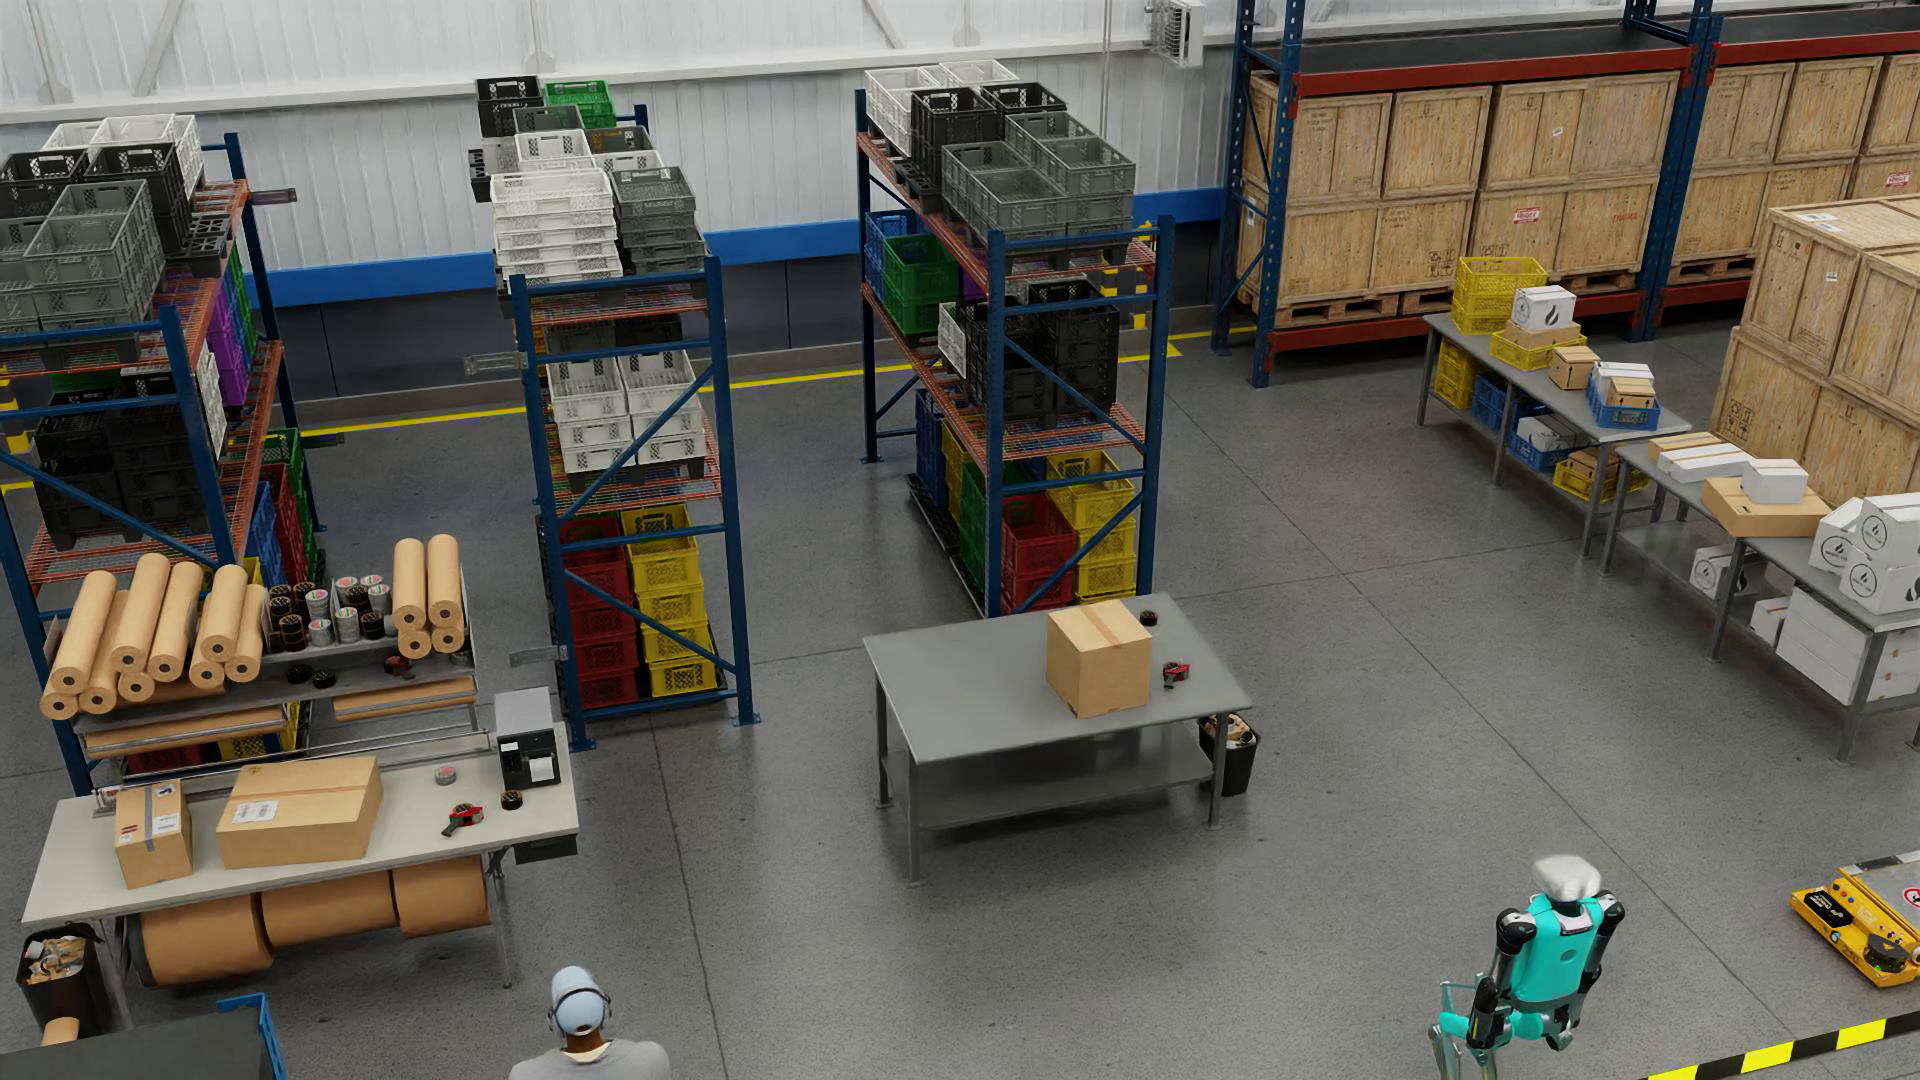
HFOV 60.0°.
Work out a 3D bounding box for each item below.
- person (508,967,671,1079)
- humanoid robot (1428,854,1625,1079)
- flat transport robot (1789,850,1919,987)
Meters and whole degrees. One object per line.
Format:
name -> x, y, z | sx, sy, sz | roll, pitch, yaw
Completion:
person -> -1.336, 2.345, 6.250 | 0.591, 1.852, 0.369 | -7, 30, -13
humanoid robot -> 2.298, 1.893, 7.048 | 0.533, 1.681, 0.735 | -8, 30, -14
flat transport robot -> 5.163, 1.916, 8.676 | 1.431, 0.231, 0.659 | -8, 30, -14
